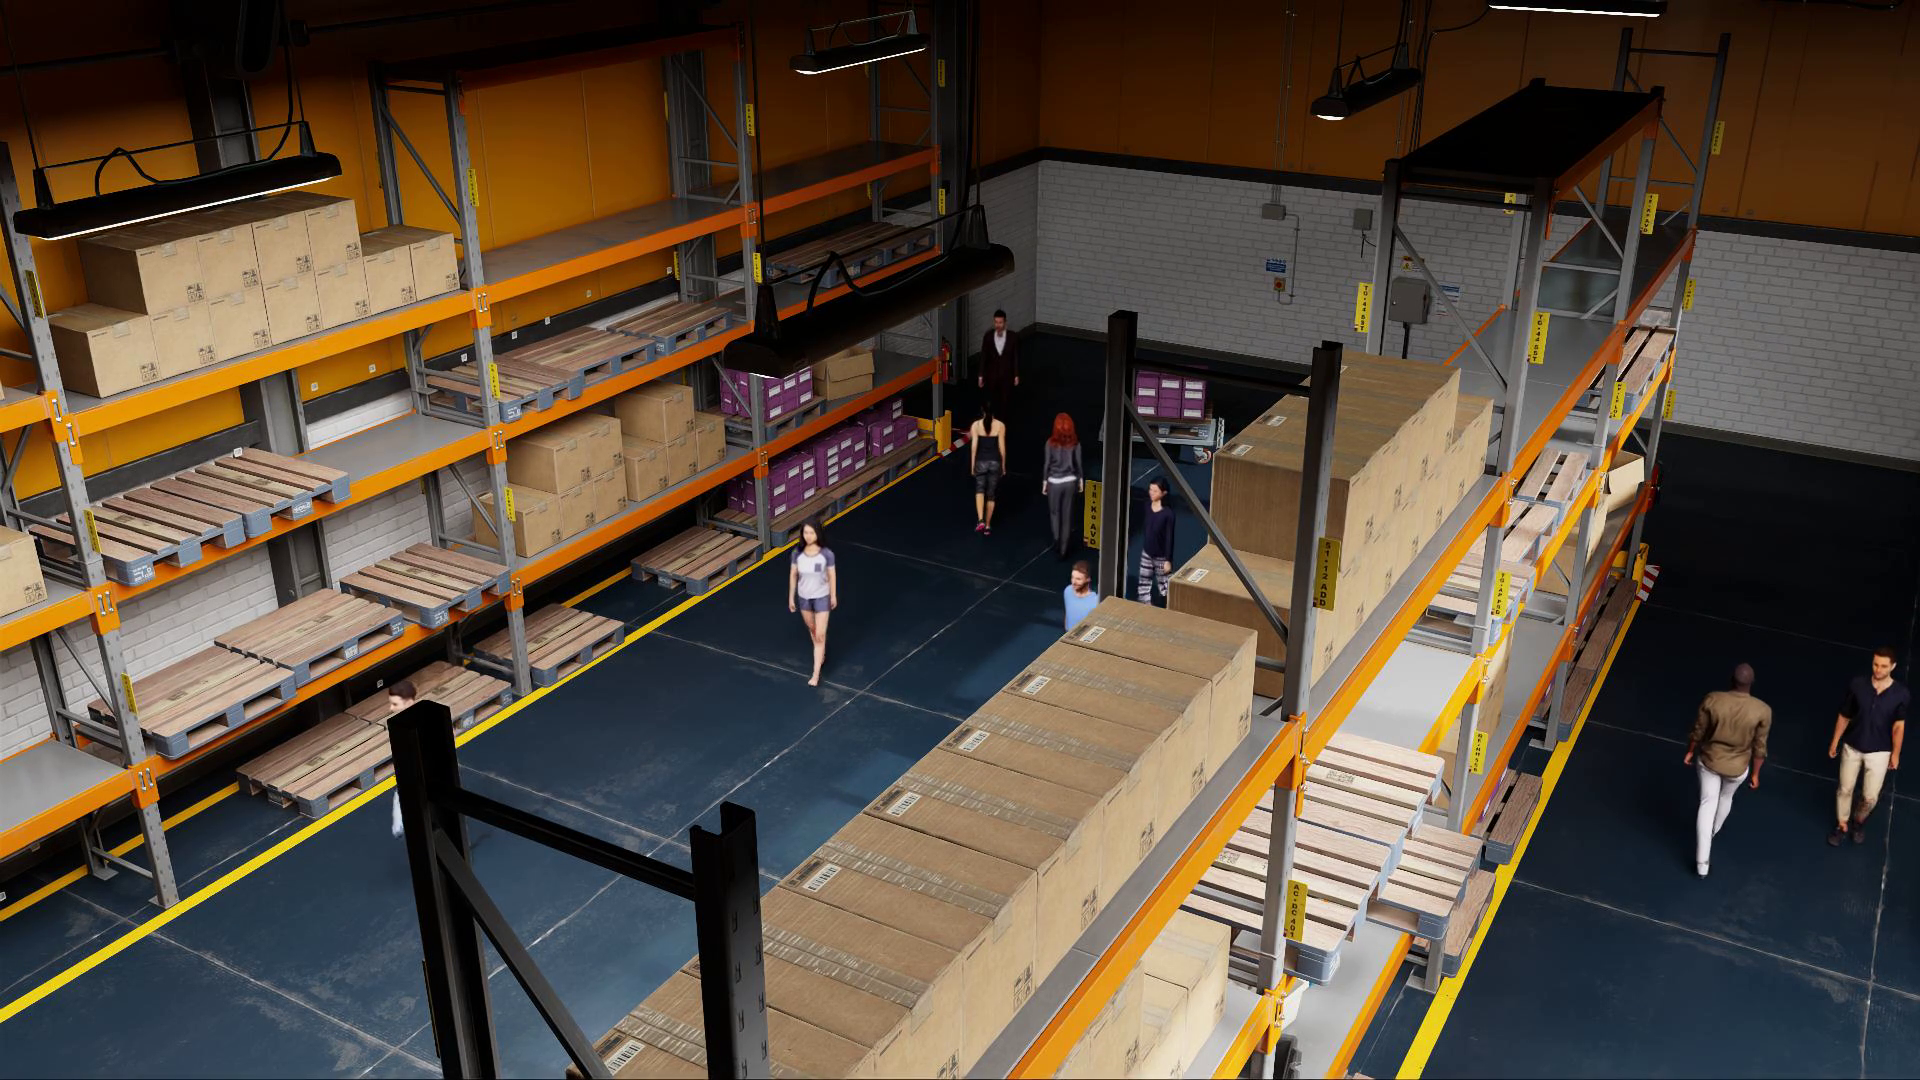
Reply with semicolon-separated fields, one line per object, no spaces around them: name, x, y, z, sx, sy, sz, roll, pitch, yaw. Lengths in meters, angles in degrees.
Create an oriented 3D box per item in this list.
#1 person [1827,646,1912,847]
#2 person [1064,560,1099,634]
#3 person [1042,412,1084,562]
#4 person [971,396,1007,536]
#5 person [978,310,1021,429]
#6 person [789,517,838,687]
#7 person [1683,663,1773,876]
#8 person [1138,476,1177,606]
person;7.504;1.690;13.733;0.705;1.842;0.679;18;29;35
person;1.187;1.024;15.281;0.825;1.821;1.293;20;30;38
person;1.160;-0.571;19.005;0.732;1.761;0.748;2;24;5
person;0.326;-0.835;19.663;0.707;1.718;0.797;2;24;5
person;0.559;-2.259;22.795;0.945;1.819;1.291;5;24;12
person;-1.420;0.542;16.560;0.773;1.681;1.034;6;24;14
person;6.137;1.869;13.395;0.829;1.784;1.149;9;25;20
person;2.141;0.121;17.487;1.098;1.709;0.850;-18;29;-35
